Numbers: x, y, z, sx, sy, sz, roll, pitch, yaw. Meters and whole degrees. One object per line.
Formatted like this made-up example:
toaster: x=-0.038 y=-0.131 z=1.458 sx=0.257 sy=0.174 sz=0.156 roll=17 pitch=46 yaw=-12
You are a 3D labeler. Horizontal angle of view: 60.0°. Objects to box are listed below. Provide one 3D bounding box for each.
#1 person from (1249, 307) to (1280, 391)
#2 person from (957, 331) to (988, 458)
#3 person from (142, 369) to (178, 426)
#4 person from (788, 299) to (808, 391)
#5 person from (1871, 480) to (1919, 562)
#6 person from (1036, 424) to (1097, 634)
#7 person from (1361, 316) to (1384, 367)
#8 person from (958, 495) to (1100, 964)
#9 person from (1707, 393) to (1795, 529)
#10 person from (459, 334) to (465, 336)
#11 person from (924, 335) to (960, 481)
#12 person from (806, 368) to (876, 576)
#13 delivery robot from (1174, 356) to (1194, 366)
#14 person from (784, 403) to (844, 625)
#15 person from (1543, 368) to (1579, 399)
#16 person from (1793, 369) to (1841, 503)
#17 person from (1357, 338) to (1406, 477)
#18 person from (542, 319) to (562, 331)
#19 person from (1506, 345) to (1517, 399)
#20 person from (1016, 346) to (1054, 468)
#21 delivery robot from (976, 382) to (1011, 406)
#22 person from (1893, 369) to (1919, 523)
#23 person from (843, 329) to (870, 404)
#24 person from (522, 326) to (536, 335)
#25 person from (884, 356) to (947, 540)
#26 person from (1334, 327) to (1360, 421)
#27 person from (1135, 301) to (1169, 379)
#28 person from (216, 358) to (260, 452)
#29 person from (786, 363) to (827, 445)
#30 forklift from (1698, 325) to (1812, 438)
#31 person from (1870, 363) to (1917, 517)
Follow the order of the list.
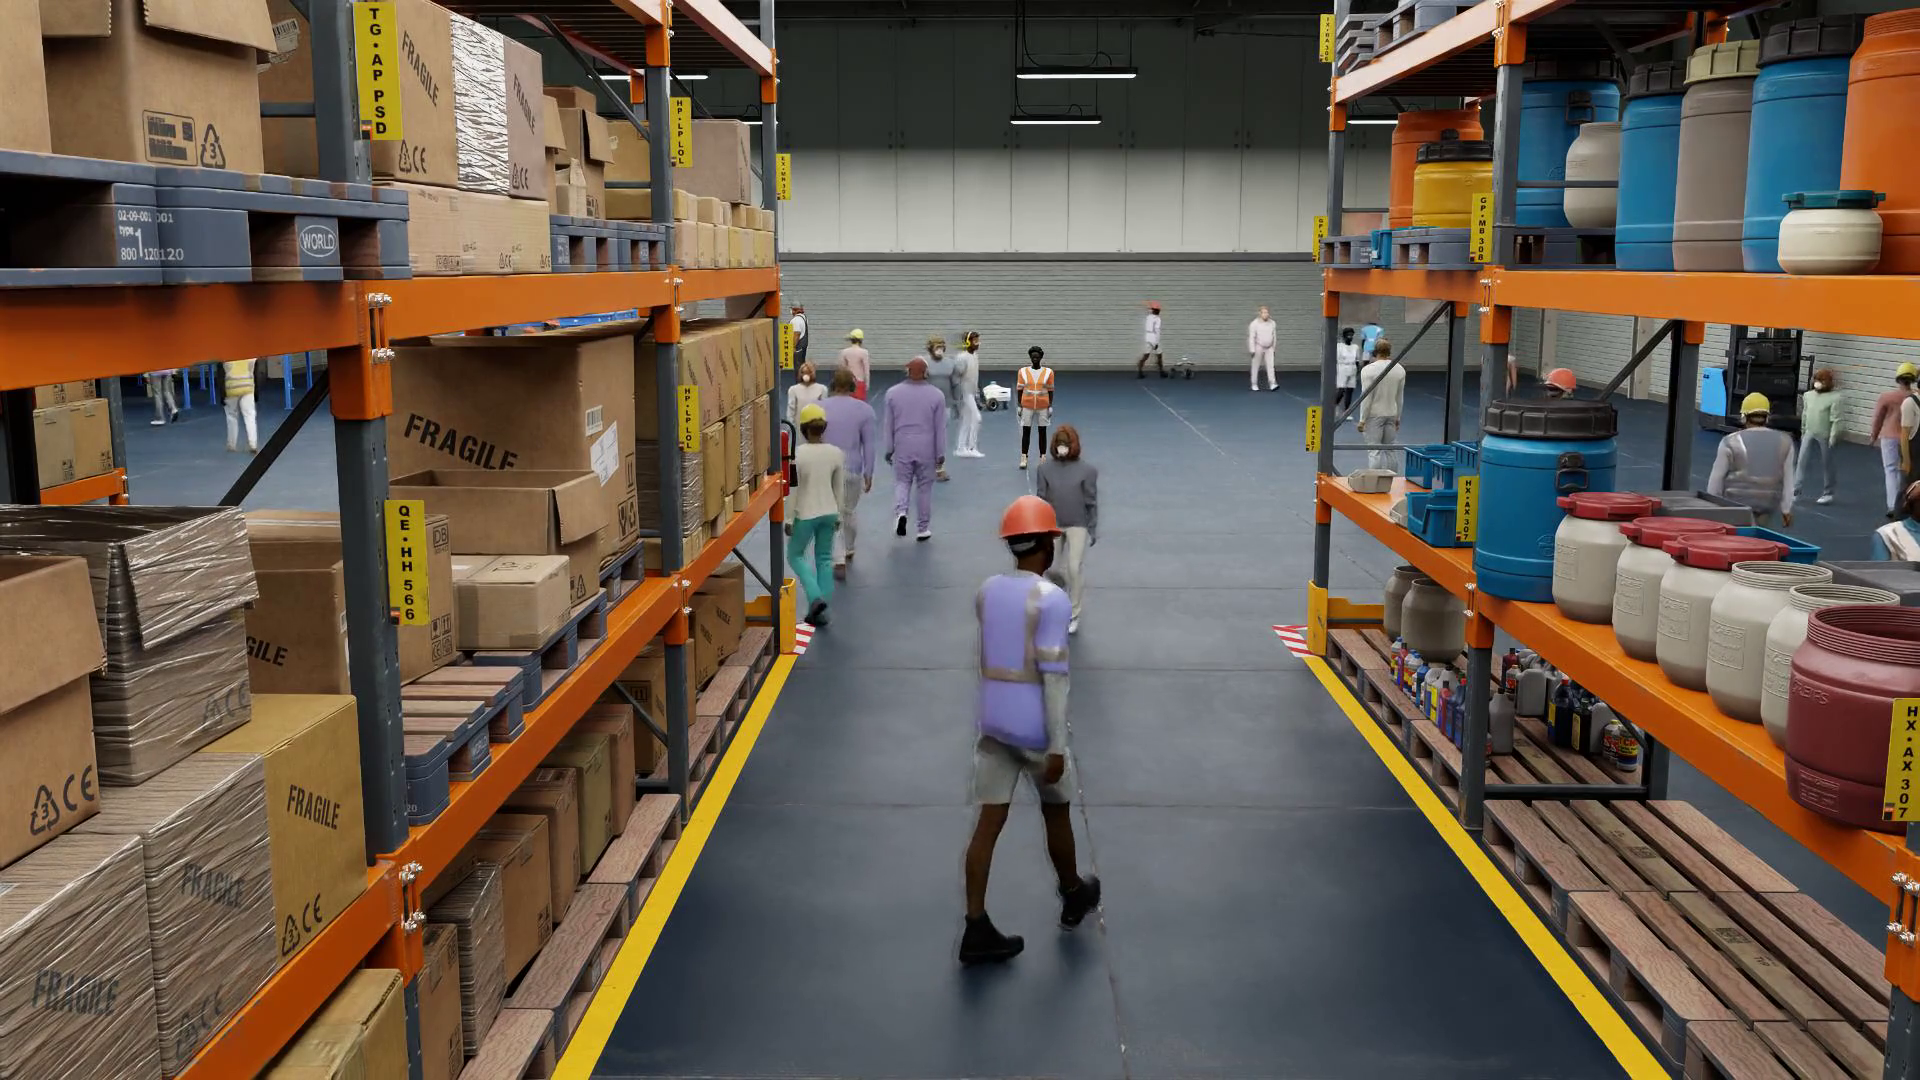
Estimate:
person: x=6.741 y=-4.211 z=36.819 sx=0.674 sy=1.855 sz=0.988 roll=-2 pitch=10 yaw=-13
person: x=0.219 y=-2.123 z=24.352 sx=0.665 sy=1.848 sz=0.515 roll=4 pitch=10 yaw=20
person: x=-14.039 y=-2.962 z=29.141 sx=0.459 sy=1.914 sz=0.617 roll=5 pitch=11 yaw=28
person: x=-3.637 y=-4.278 z=36.797 sx=0.536 sy=2.000 sz=0.676 roll=2 pitch=10 yaw=11
person: x=5.442 y=0.459 z=9.517 sx=0.524 sy=1.632 sz=0.310 roll=1 pitch=10 yaw=6
person: x=0.840 y=-0.103 z=12.928 sx=0.506 sy=1.621 sz=0.429 roll=3 pitch=10 yaw=20
person: x=9.641 y=-4.463 z=38.942 sx=0.543 sy=1.654 sz=0.862 roll=5 pitch=11 yaw=28
person: x=0.293 y=0.763 z=6.938 sx=0.567 sy=1.879 sz=0.917 roll=9 pitch=13 yaw=43
person: x=6.442 y=-0.315 z=13.670 sx=0.625 sy=1.785 sz=0.902 roll=0 pitch=9 yaw=2
person: x=-8.814 y=-3.081 z=30.085 sx=0.574 sy=1.842 sz=0.375 roll=0 pitch=9 yaw=0
person: x=-0.329 y=-1.780 z=22.136 sx=0.640 sy=1.908 sz=0.959 roll=-4 pitch=10 yaw=-22
person: x=-1.099 y=-0.643 z=15.369 sx=0.645 sy=1.892 sz=1.021 roll=-1 pitch=10 yaw=-9
delivery robot: x=5.539 y=-4.431 z=41.096 sx=0.335 sy=0.223 sz=0.699 roll=6 pitch=12 yaw=34
person: x=-1.139 y=-0.192 z=13.025 sx=0.552 sy=1.750 sz=0.395 roll=-7 pitch=12 yaw=-35
person: x=5.101 y=-0.529 z=14.529 sx=1.012 sy=1.952 sz=0.625 roll=-5 pitch=11 yaw=-29
person: x=10.064 y=-1.207 z=19.571 sx=0.856 sy=1.588 sz=0.516 roll=-6 pitch=11 yaw=-30
person: x=5.104 y=-1.476 z=20.203 sx=0.630 sy=1.935 sz=0.369 roll=-4 pitch=10 yaw=-24
person: x=-6.768 y=-2.760 z=27.718 sx=1.000 sy=1.990 sz=0.632 roll=-8 pitch=12 yaw=-40
person: x=8.846 y=-2.485 z=27.204 sx=0.541 sy=1.596 sz=0.837 roll=6 pitch=11 yaw=33
person: x=1.045 y=-1.845 z=23.127 sx=0.532 sy=1.696 sz=0.318 roll=0 pitch=9 yaw=2
delivery robot: x=0.655 y=-2.838 z=32.331 sx=0.707 sy=0.478 sz=0.477 roll=-8 pitch=13 yaw=-41
person: x=9.517 y=-0.812 z=16.513 sx=0.506 sy=1.842 sz=0.351 roll=-5 pitch=11 yaw=-29
person: x=-1.776 y=-2.669 z=27.928 sx=0.527 sy=1.746 sz=0.594 roll=6 pitch=11 yaw=30
person: x=-6.677 y=-2.442 z=26.179 sx=0.593 sy=1.871 sz=0.573 roll=2 pitch=10 yaw=14
person: x=-0.453 y=-0.937 z=17.085 sx=0.664 sy=1.895 sz=0.492 roll=1 pitch=10 yaw=7
person: x=6.996 y=-3.009 z=30.094 sx=0.550 sy=1.686 sz=0.370 roll=-3 pitch=10 yaw=-19
person: x=4.732 y=-4.933 z=41.044 sx=0.960 sy=1.904 sz=0.555 roll=-7 pitch=12 yaw=-35
person: x=-10.894 y=-2.228 z=25.155 sx=0.643 sy=1.793 sz=0.970 roll=-7 pitch=12 yaw=-37
person: x=-1.928 y=-1.427 z=20.934 sx=0.518 sy=1.579 sz=0.872 roll=1 pitch=9 yaw=4
forklift: x=13.248 y=-3.165 z=27.620 sx=1.129 sy=2.768 sz=1.873 roll=0 pitch=9 yaw=1
person: x=10.626 y=-1.138 z=18.820 sx=0.525 sy=1.726 sz=0.900 roll=3 pitch=10 yaw=15
